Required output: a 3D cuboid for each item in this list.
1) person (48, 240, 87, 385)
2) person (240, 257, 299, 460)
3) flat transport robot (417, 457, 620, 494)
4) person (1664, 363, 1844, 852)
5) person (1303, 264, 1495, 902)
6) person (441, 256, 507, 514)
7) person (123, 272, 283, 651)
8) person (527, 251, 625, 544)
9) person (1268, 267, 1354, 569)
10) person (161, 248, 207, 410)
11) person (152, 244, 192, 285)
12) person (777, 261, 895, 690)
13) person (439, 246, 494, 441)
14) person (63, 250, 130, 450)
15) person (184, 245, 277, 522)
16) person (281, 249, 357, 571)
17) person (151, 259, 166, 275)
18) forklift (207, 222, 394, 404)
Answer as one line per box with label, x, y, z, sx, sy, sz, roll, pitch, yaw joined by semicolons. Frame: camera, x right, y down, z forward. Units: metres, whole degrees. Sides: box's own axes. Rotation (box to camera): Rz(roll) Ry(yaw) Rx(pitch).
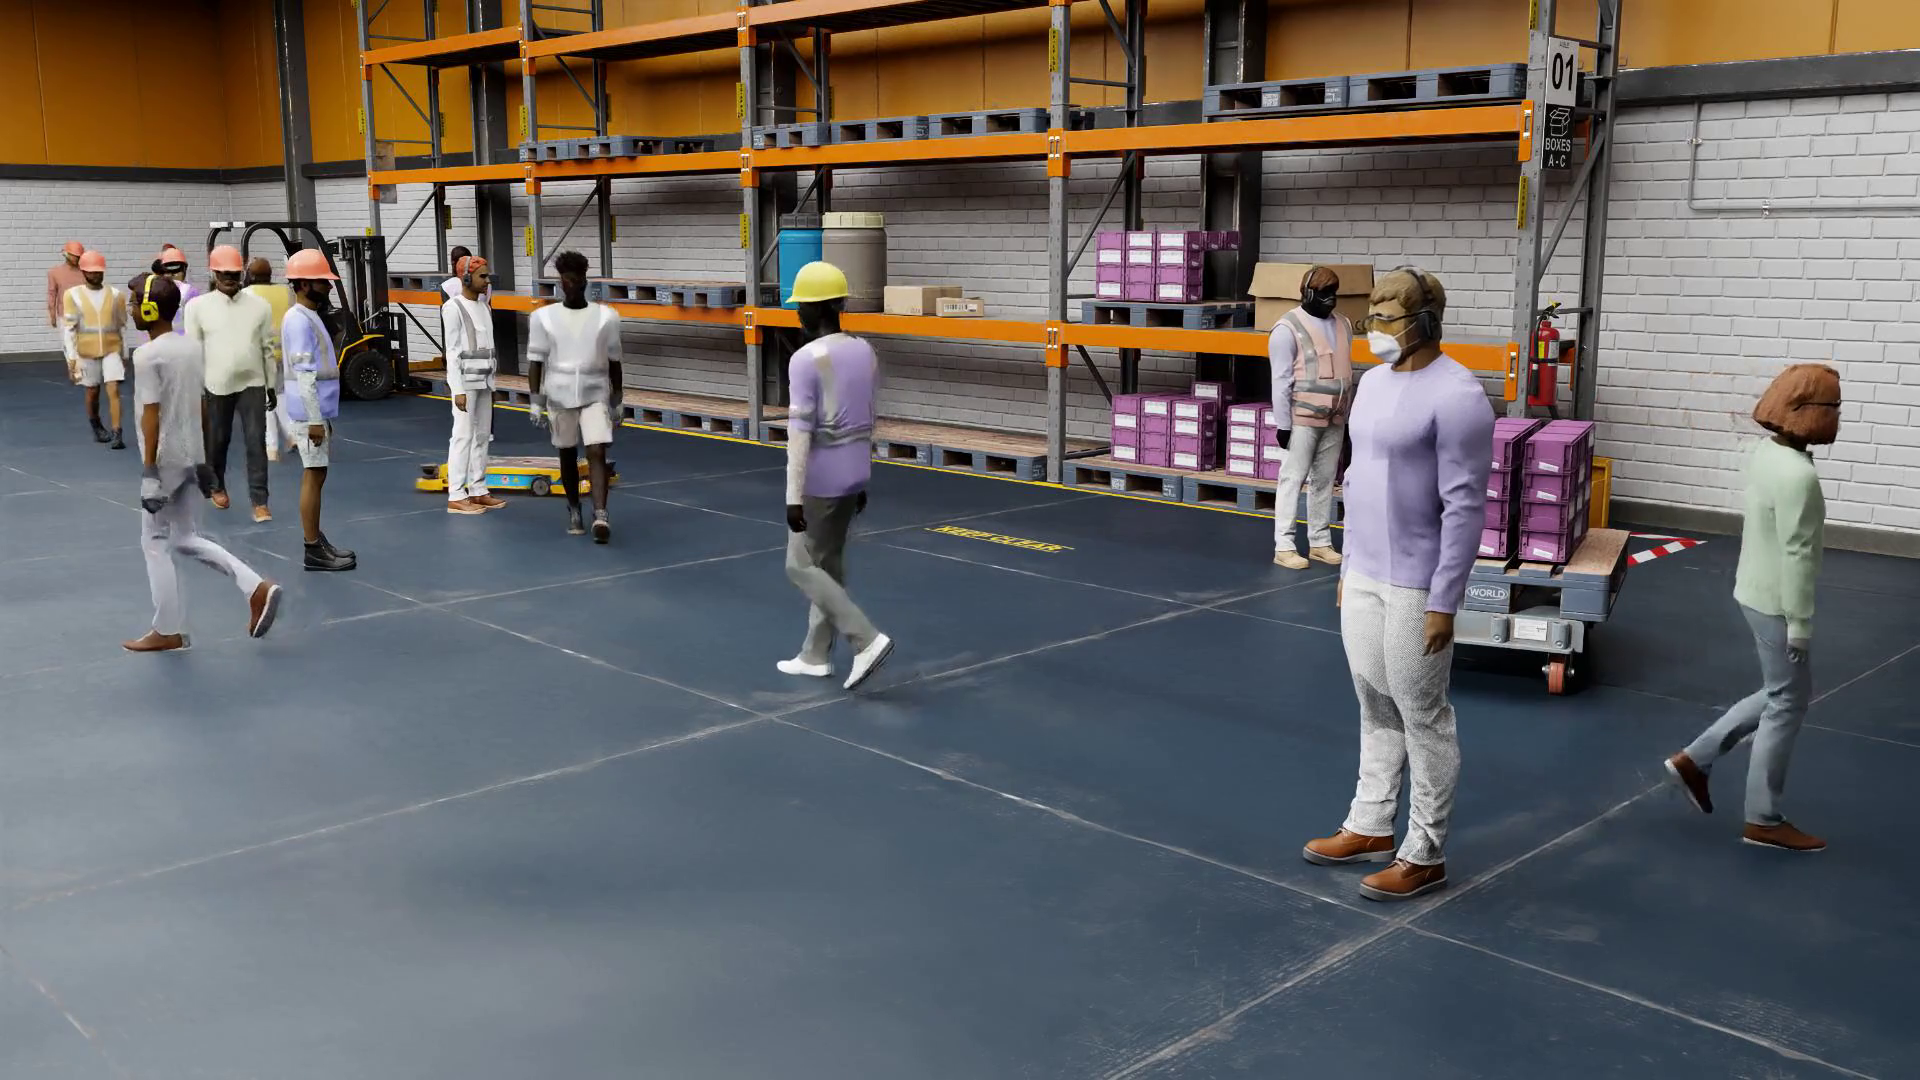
person;-12.088;-3.109;22.698;0.624;1.957;0.719;-6;12;-28
person;-6.261;-1.633;15.027;0.439;1.826;0.646;7;13;34
flat transport robot;-3.508;-0.527;13.250;1.431;0.197;0.652;2;11;10
person;2.661;0.224;5.468;0.419;1.616;0.515;3;11;15
person;1.352;0.132;5.110;0.373;1.937;0.630;-3;11;-18
person;-3.563;-1.127;12.160;0.340;1.876;0.574;3;11;14
person;-3.736;-0.356;8.019;0.696;1.853;0.517;1;10;4
person;-2.526;-0.931;10.968;0.615;1.906;1.028;-2;11;-11
person;2.161;-0.739;10.156;0.619;1.836;0.430;-7;13;-34
person;-7.311;-1.785;15.665;0.556;1.894;0.683;2;11;12
person;-12.519;-3.763;26.491;0.575;1.885;0.355;-8;13;-38
person;-0.574;-0.276;7.398;0.689;1.911;0.605;6;12;31
person;-4.797;-1.901;16.244;0.371;1.916;0.597;7;12;32
person;-8.284;-1.828;15.968;0.568;1.896;0.925;-7;12;-32
person;-5.259;-1.138;11.984;0.631;1.966;0.927;-7;13;-34
person;-3.896;-0.781;10.082;0.354;1.939;0.544;-3;11;-18
person;-11.790;-3.306;24.585;0.538;1.677;0.721;-2;11;-9
forklift;-8.169;-2.758;20.163;2.313;2.155;1.214;-10;14;-44
